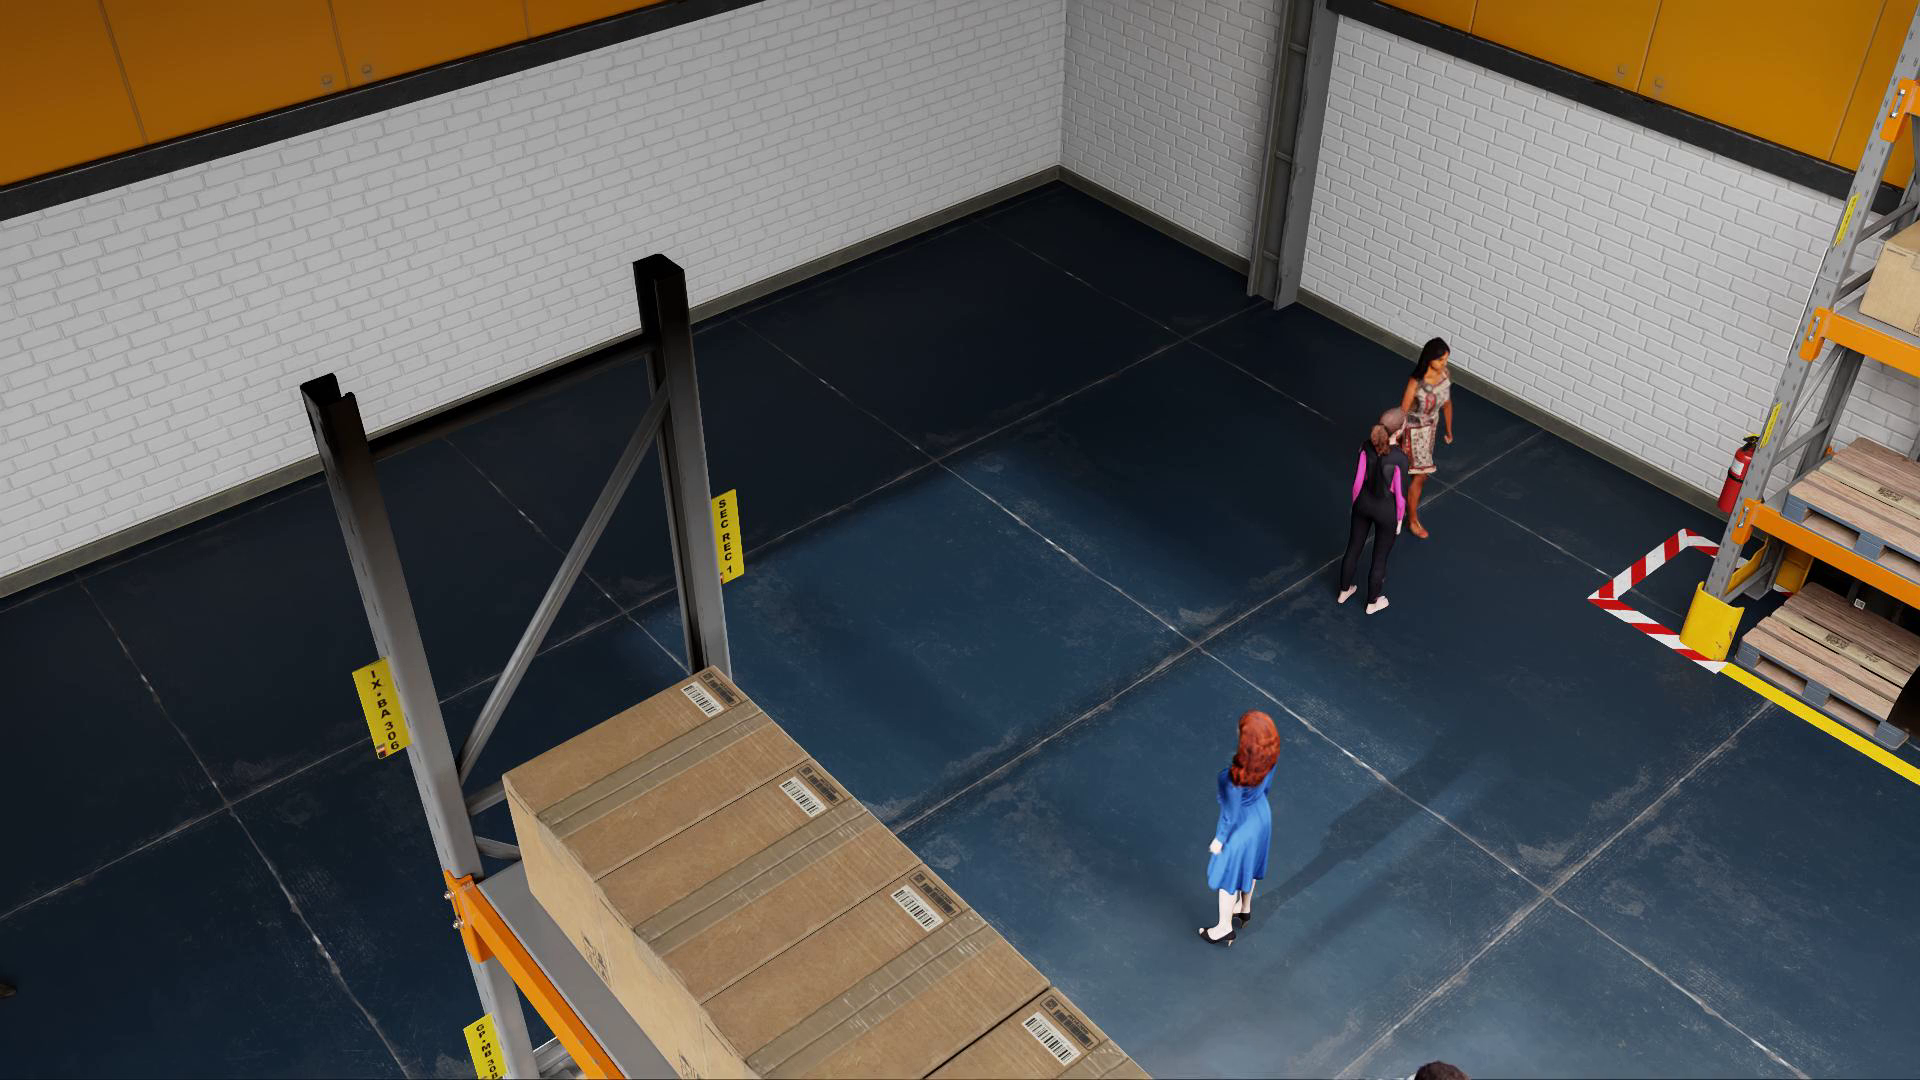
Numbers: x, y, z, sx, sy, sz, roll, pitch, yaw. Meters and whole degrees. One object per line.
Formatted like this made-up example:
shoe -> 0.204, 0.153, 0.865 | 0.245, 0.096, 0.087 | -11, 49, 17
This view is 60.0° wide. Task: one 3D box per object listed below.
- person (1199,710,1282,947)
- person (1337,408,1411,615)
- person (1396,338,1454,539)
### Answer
person -> 1.614, 1.663, 9.535 | 0.599, 1.829, 0.637 | 30, 47, 32
person -> 2.989, -0.215, 11.949 | 0.559, 1.752, 0.657 | 27, 46, 30
person -> 3.498, -0.893, 12.897 | 0.655, 1.628, 0.807 | -25, 45, -28
